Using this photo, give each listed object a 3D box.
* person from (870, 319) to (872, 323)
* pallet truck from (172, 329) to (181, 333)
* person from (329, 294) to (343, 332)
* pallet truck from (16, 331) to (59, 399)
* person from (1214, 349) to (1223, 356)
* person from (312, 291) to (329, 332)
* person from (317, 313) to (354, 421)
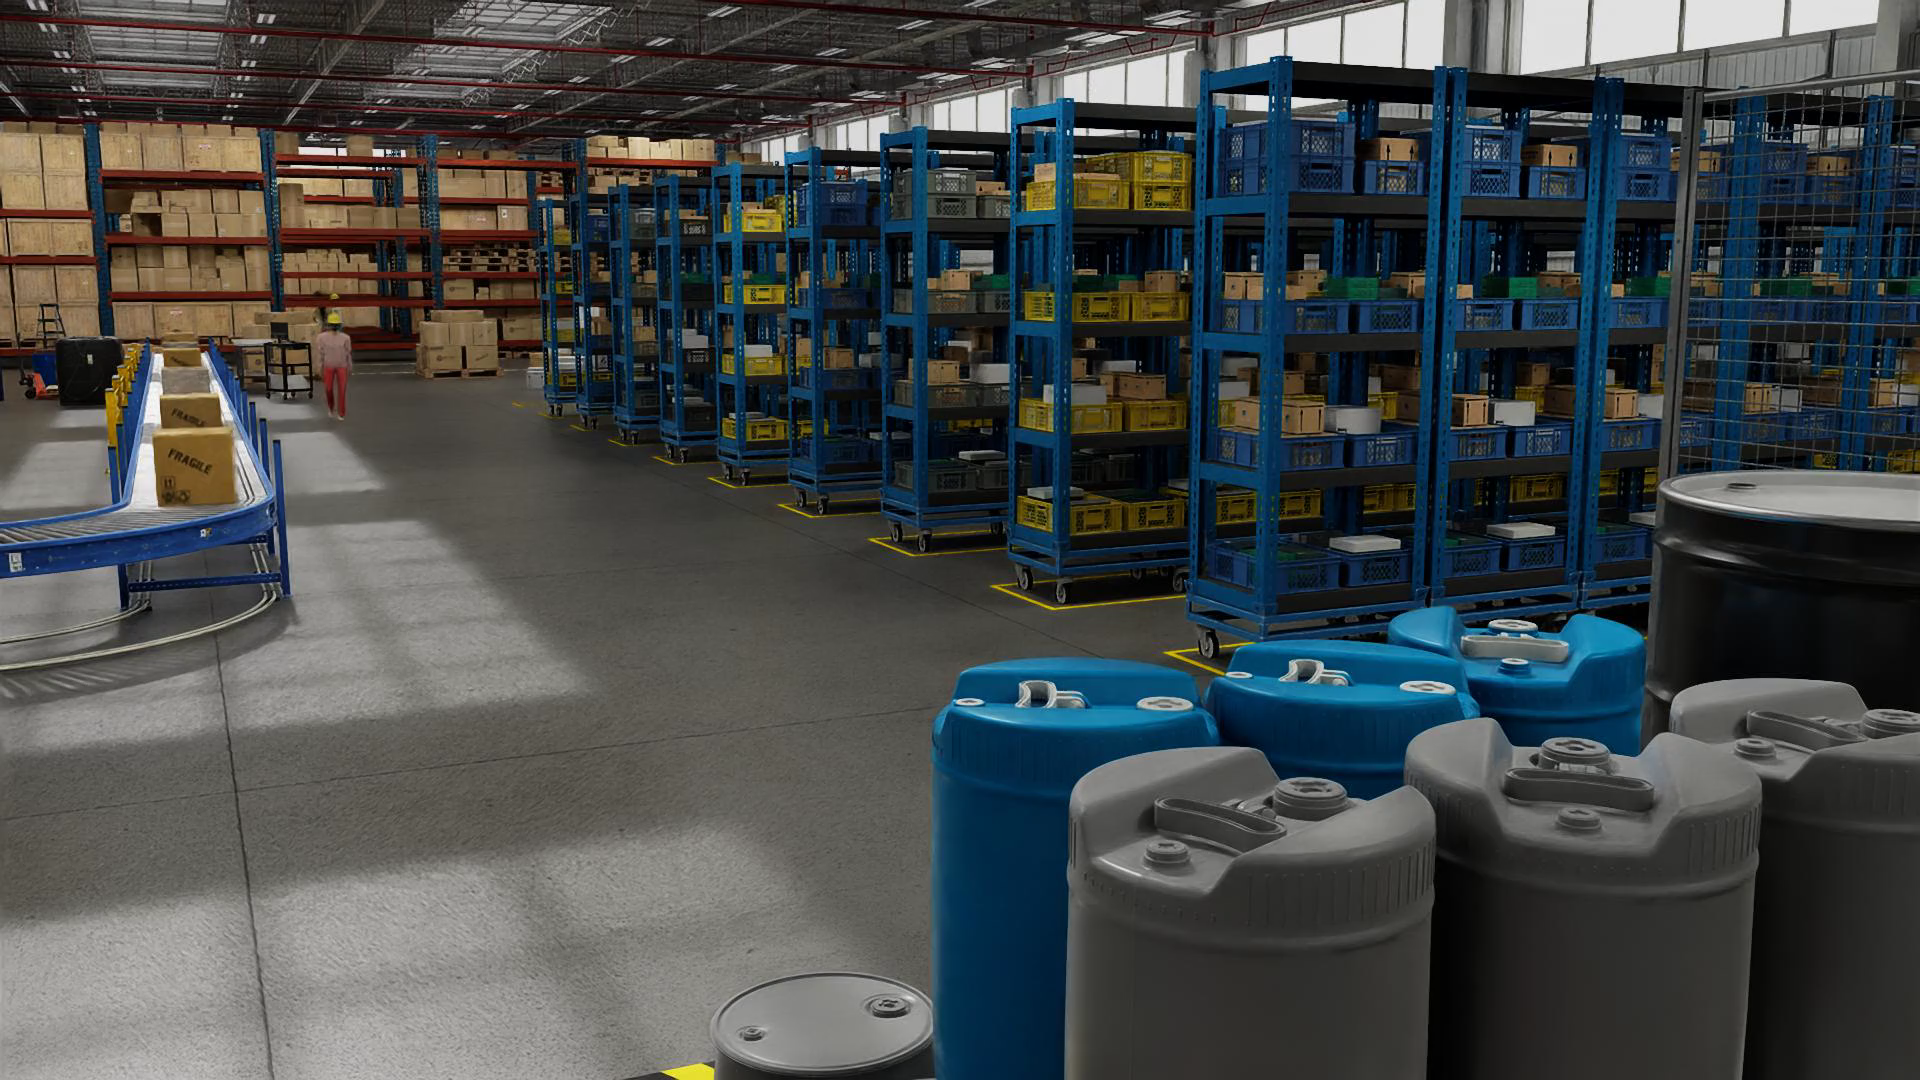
[{"bbox_3d":[-2.871,-6.868,52.221,0.480,1.741,0.583,3,10,19],"label":"person"},{"bbox_3d":[-17.275,-3.851,35.096,1.601,1.201,0.680,0,9,1],"label":"pallet truck"},{"bbox_3d":[-18.508,-6.420,49.371,0.326,1.765,0.533,-5,10,-27],"label":"person"},{"bbox_3d":[-17.082,-3.353,31.781,1.630,1.274,0.653,-4,10,-25],"label":"pallet truck"},{"bbox_3d":[3.922,-2.552,25.210,0.586,1.820,0.612,-3,10,-20],"label":"person"},{"bbox_3d":[-20.814,-7.199,54.137,0.970,1.799,0.626,-4,10,-22],"label":"person"},{"bbox_3d":[-10.060,-2.782,26.808,0.550,1.751,0.368,-4,10,-22],"label":"person"}]
